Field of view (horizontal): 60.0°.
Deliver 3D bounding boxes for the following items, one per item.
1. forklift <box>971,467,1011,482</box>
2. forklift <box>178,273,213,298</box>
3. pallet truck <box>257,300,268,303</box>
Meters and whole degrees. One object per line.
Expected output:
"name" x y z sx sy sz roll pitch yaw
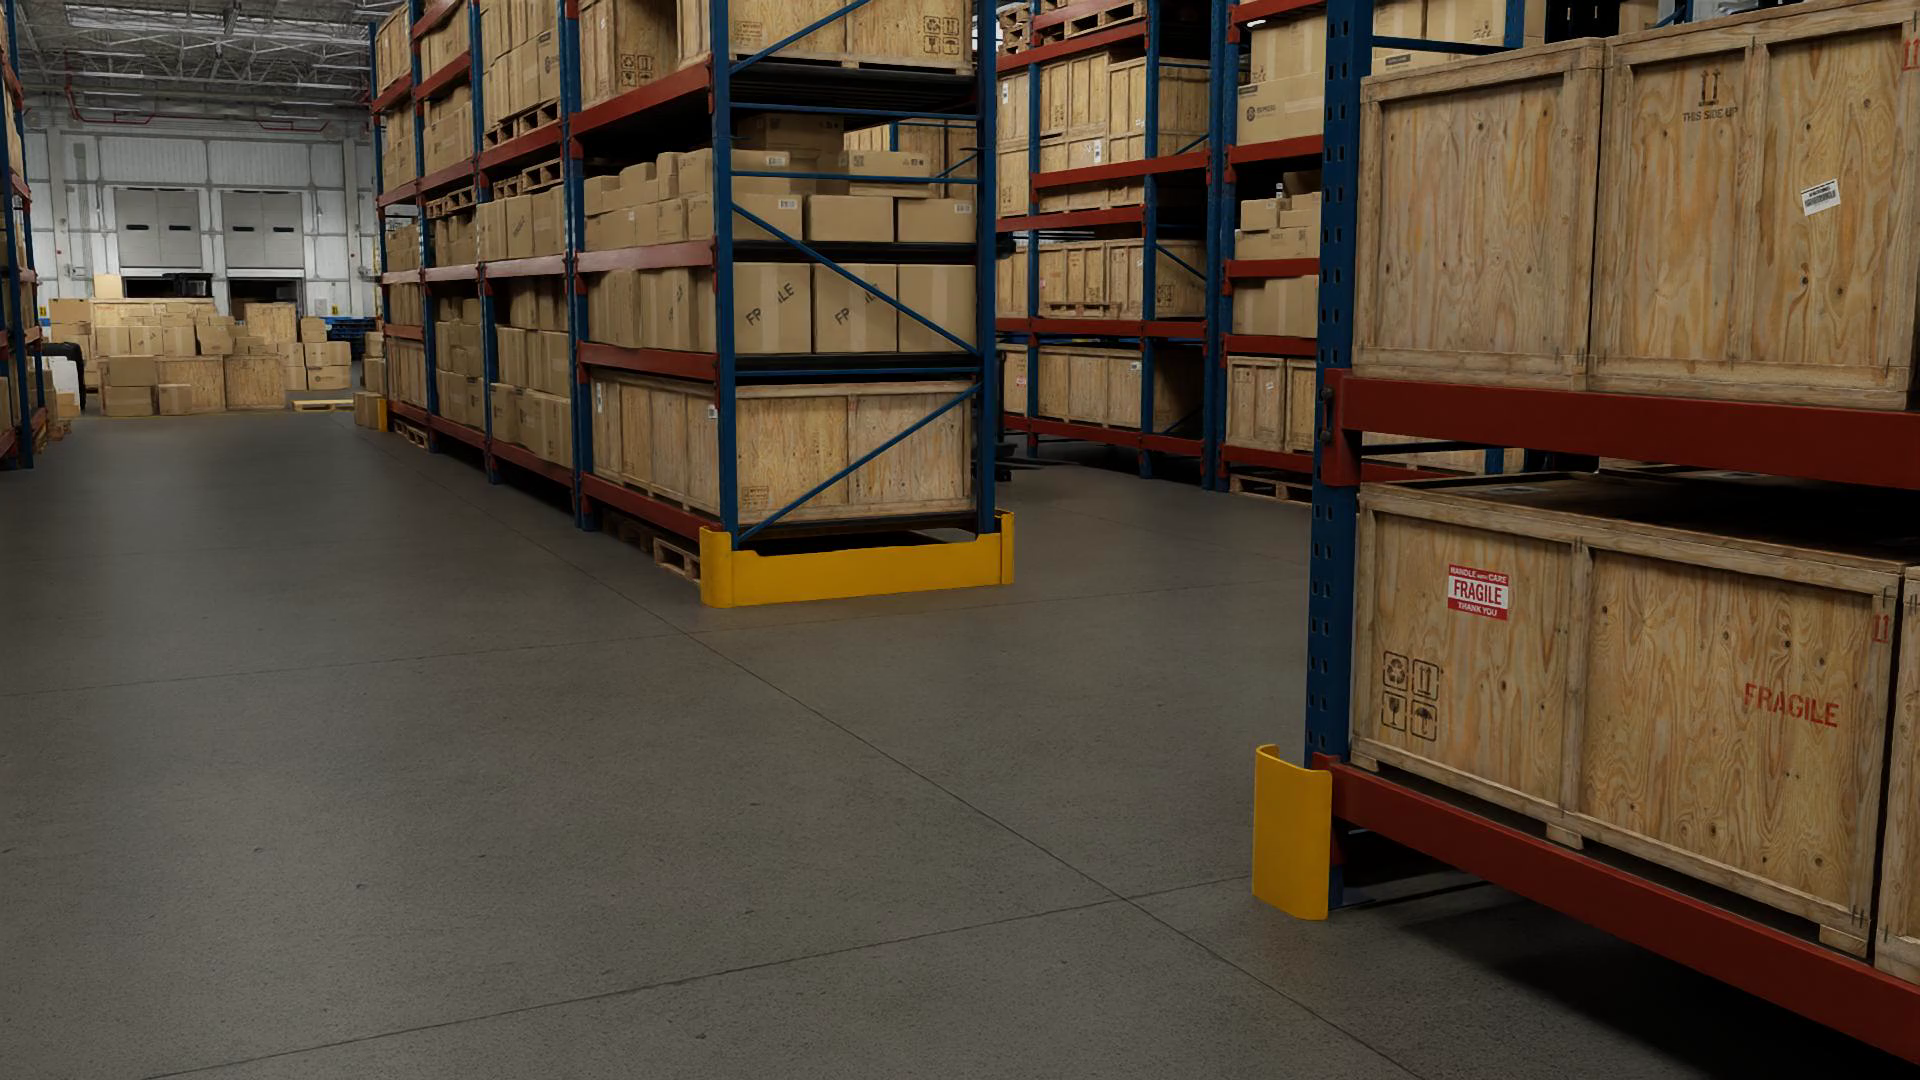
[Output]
"forklift" -0.507 -2.029 18.077 1.873 2.768 1.129 8 11 42
"forklift" -23.551 -6.867 51.438 1.873 2.768 1.129 6 10 37
"pallet truck" -23.913 -7.404 58.171 1.885 1.965 0.823 -1 8 -9
